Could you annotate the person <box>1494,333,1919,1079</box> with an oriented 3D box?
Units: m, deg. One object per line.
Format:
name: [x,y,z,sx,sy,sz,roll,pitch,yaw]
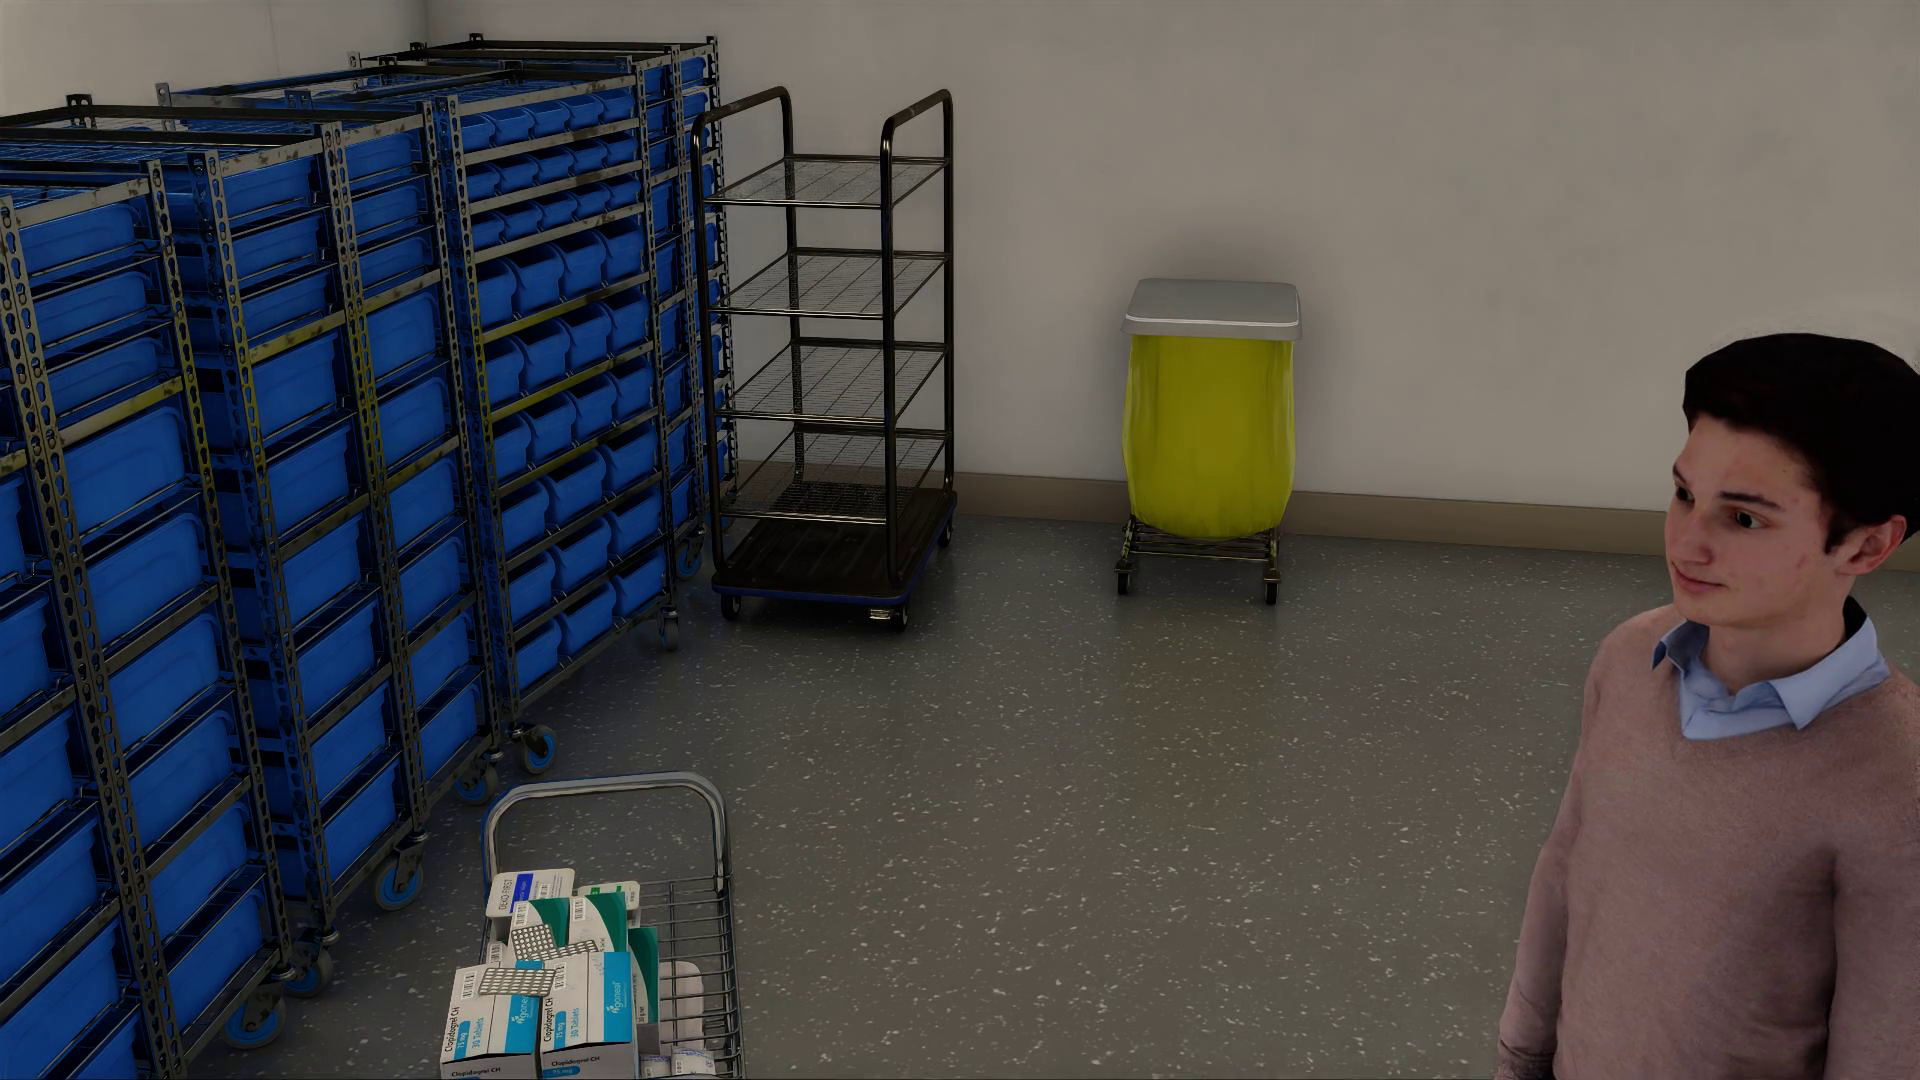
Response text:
person: [0.749,0.660,1.719,0.713,1.810,0.719,-6,21,-15]
